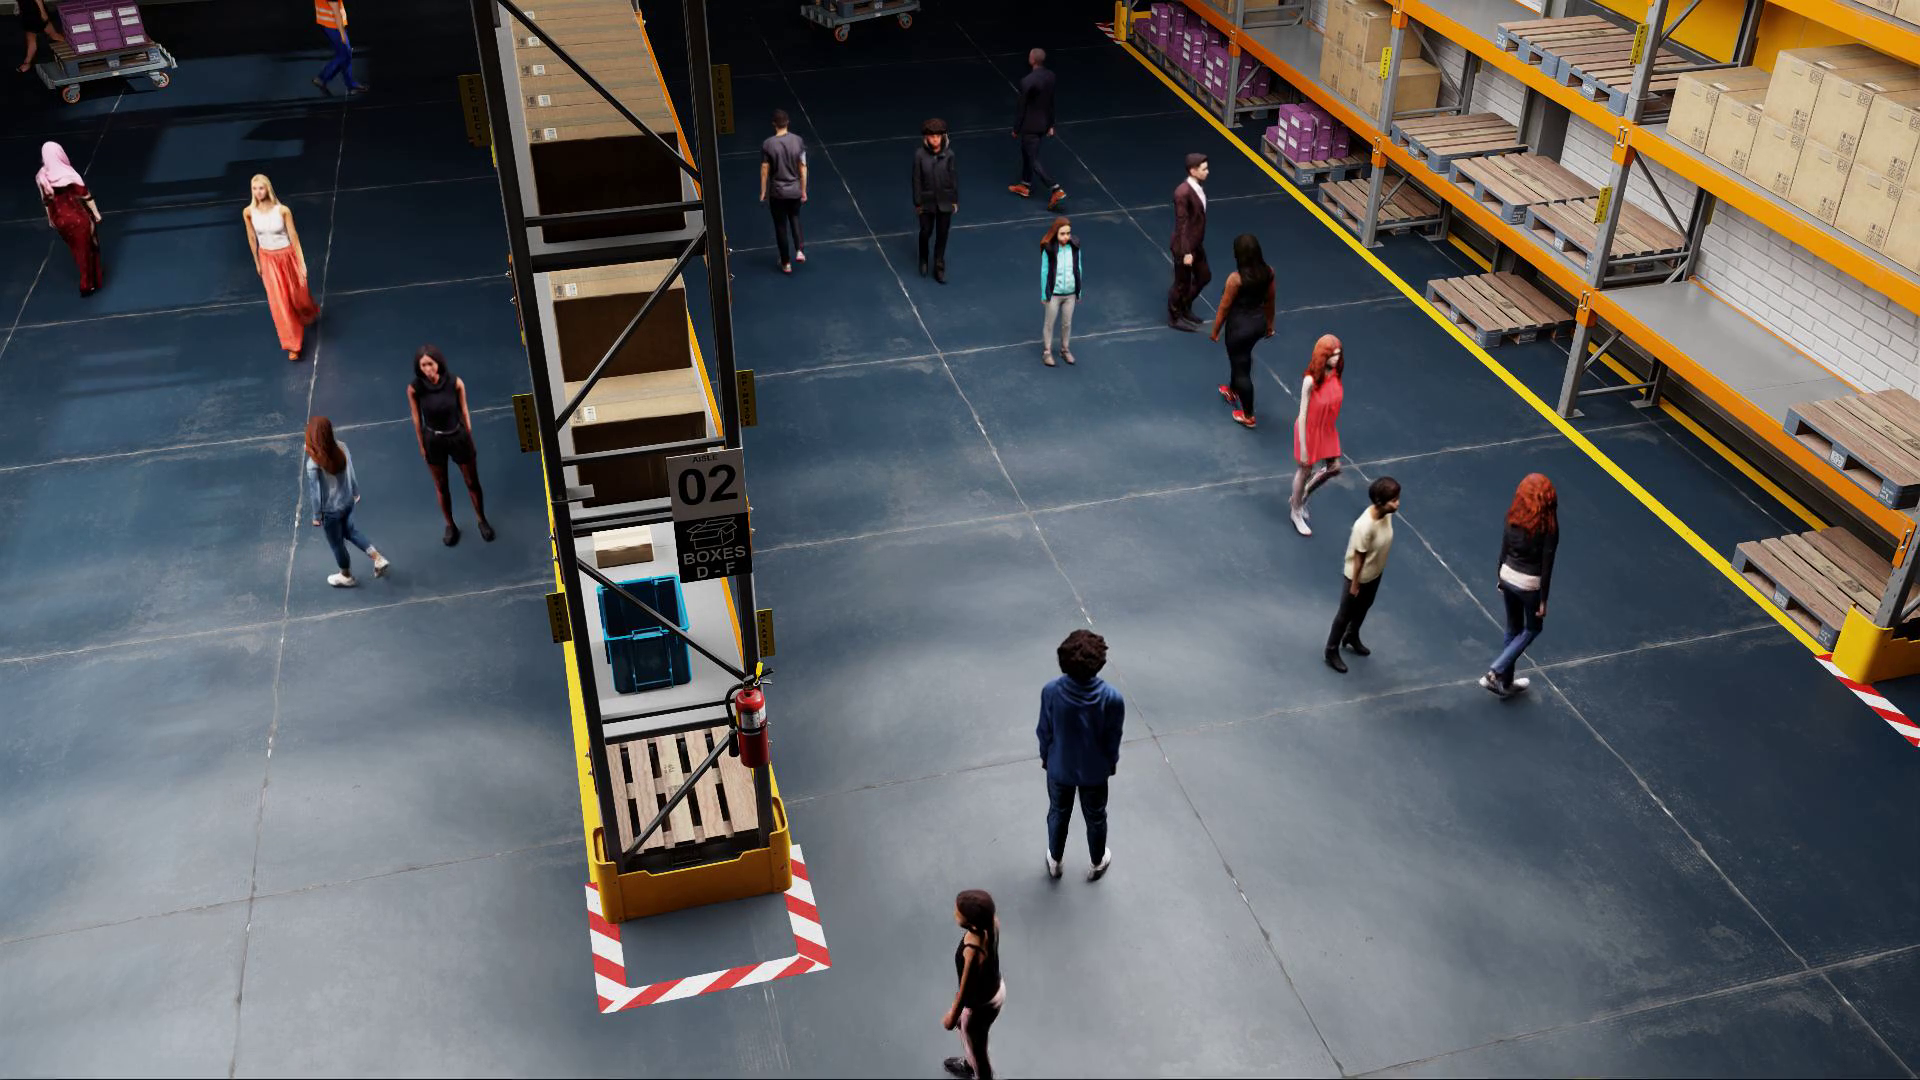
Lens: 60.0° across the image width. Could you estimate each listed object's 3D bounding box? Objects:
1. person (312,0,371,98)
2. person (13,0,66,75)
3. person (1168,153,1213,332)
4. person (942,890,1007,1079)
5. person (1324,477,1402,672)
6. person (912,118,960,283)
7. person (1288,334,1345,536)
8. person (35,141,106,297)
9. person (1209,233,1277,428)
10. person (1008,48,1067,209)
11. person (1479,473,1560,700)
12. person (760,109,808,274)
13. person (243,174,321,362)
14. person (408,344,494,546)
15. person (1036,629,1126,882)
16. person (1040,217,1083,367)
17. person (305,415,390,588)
[{"bbox_3d":[-8.447,-6.826,22.238,0.997,1.867,1.067,-26,41,-33],"label":"person"},{"bbox_3d":[-12.787,-7.335,23.198,1.027,1.652,1.111,-24,40,-31],"label":"person"},{"bbox_3d":[2.170,-2.945,16.412,0.859,1.852,0.791,16,37,22],"label":"person"},{"bbox_3d":[0.156,2.394,8.646,0.735,1.557,0.668,11,35,16],"label":"person"},{"bbox_3d":[2.869,0.235,11.876,0.714,1.577,0.682,25,41,33],"label":"person"},{"bbox_3d":[-0.270,-3.608,17.486,0.623,1.767,0.673,-8,35,-12],"label":"person"},{"bbox_3d":[2.775,-0.866,13.320,0.738,1.812,0.763,-22,39,-29],"label":"person"},{"bbox_3d":[-9.177,-3.278,17.126,0.769,1.616,0.902,2,34,3],"label":"person"},{"bbox_3d":[2.584,-1.824,14.787,0.826,1.785,1.012,-18,38,-25],"label":"person"},{"bbox_3d":[0.923,-4.705,19.117,1.237,1.790,1.122,22,39,29],"label":"person"},{"bbox_3d":[3.805,0.381,11.489,0.820,1.763,0.788,-19,38,-26],"label":"person"},{"bbox_3d":[-1.823,-3.638,17.547,0.701,1.750,0.691,-15,37,-21],"label":"person"},{"bbox_3d":[-6.557,-2.700,16.113,0.710,1.774,1.163,-5,34,-7],"label":"person"},{"bbox_3d":[-4.091,-0.770,13.240,0.587,1.741,0.519,-10,35,-14],"label":"person"},{"bbox_3d":[0.718,1.313,10.044,0.750,1.810,0.721,6,34,9],"label":"person"},{"bbox_3d":[0.955,-2.388,15.894,0.563,1.498,0.568,-10,35,-14],"label":"person"},{"bbox_3d":[-4.702,-0.262,12.725,0.857,1.465,0.827,8,34,11],"label":"person"}]
